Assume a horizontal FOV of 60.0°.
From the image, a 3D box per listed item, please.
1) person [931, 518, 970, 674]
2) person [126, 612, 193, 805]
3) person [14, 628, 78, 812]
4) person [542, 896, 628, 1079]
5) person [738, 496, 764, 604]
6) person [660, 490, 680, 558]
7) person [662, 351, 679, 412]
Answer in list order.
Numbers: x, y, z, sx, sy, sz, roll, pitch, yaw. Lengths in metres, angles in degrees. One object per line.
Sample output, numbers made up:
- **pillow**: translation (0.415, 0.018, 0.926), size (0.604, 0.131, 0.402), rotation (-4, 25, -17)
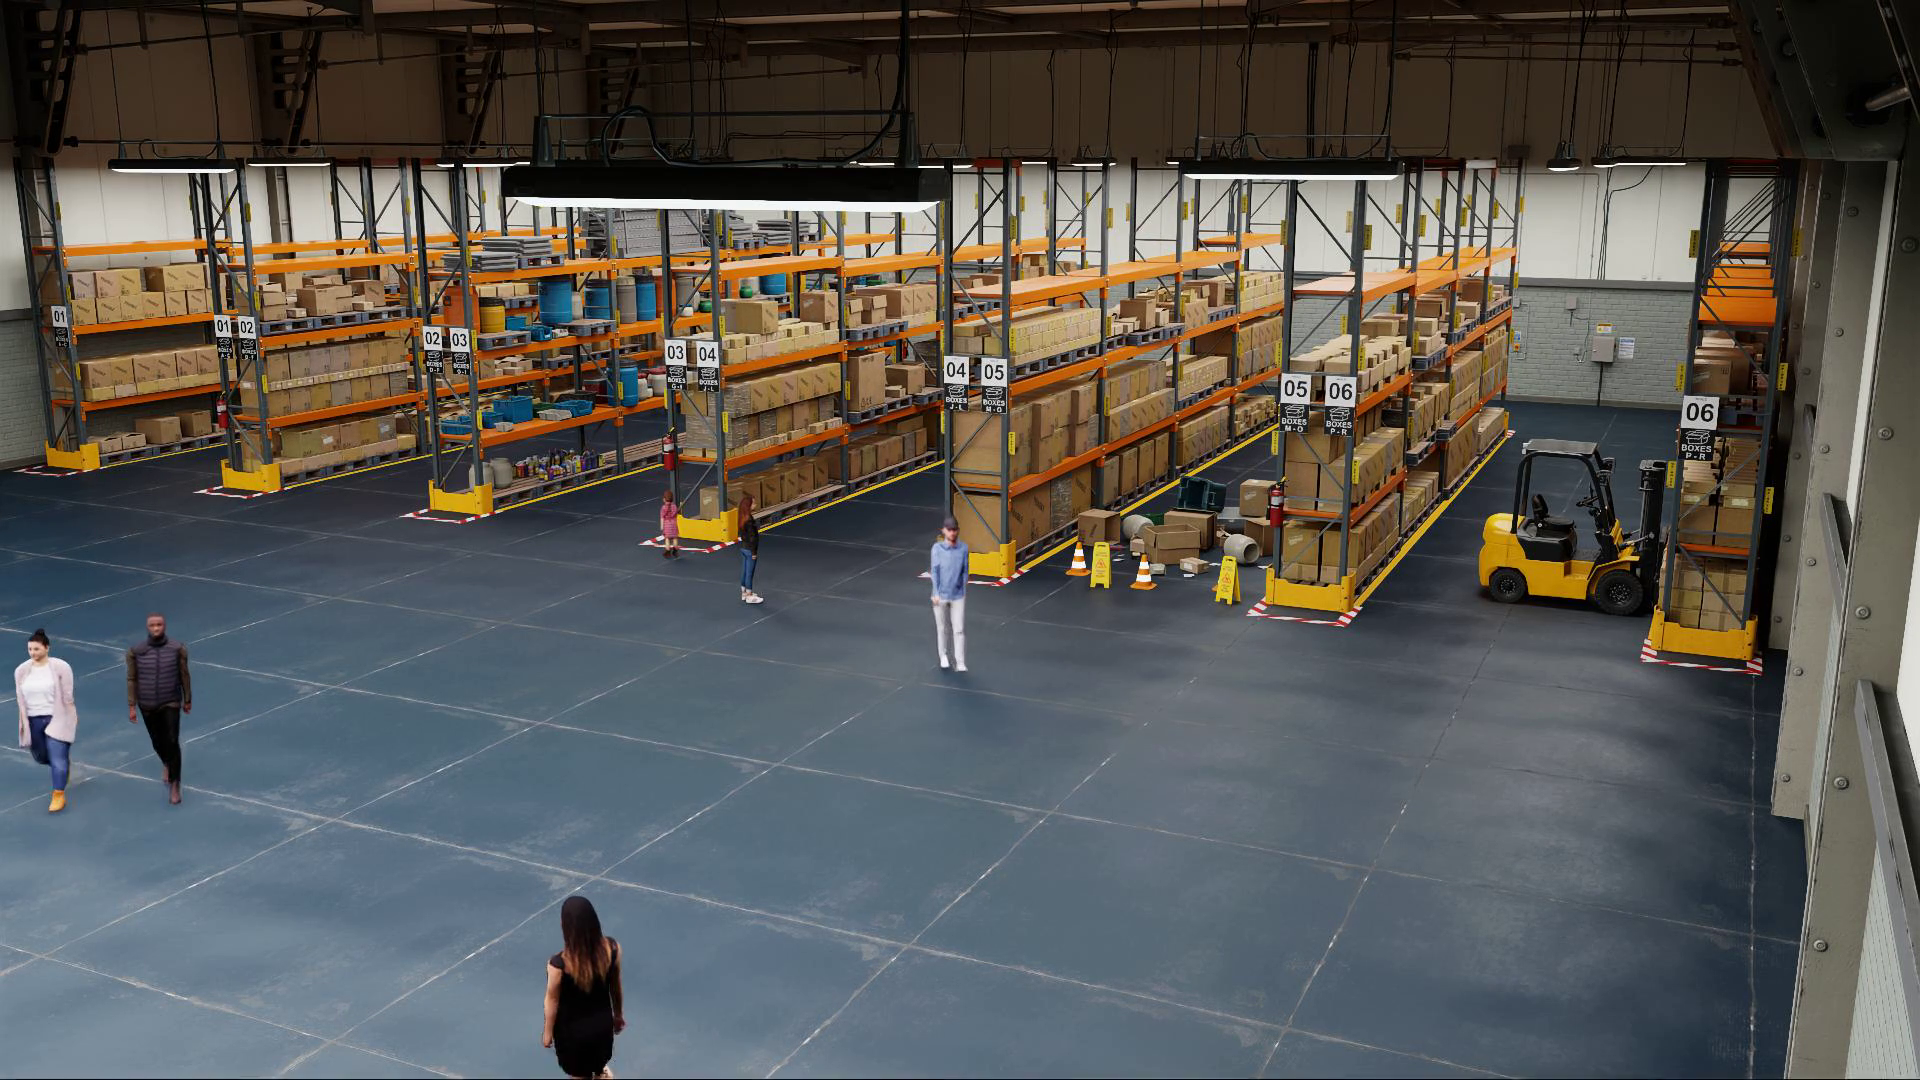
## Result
- **person**: translation (-0.156, 0.649, 19.860), size (1.027, 1.851, 1.167), rotation (-2, 13, -10)
- **person**: translation (-7.675, 1.577, 15.973), size (1.189, 1.796, 1.261), rotation (-4, 14, -18)
- **person**: translation (-8.582, 1.667, 15.741), size (0.946, 1.726, 1.074), rotation (-1, 13, -4)
- **person**: translation (-2.216, 2.996, 10.051), size (0.791, 1.704, 0.671), rotation (12, 18, 41)
- **person**: translation (-2.918, 0.115, 22.980), size (0.677, 1.483, 0.632), rotation (-6, 14, -24)
- **person**: translation (-4.473, -0.253, 25.597), size (0.486, 1.020, 0.562), rotation (-9, 16, -34)
- **person**: translation (-6.951, -3.922, 39.915), size (0.627, 1.709, 1.128), rotation (6, 14, 26)
